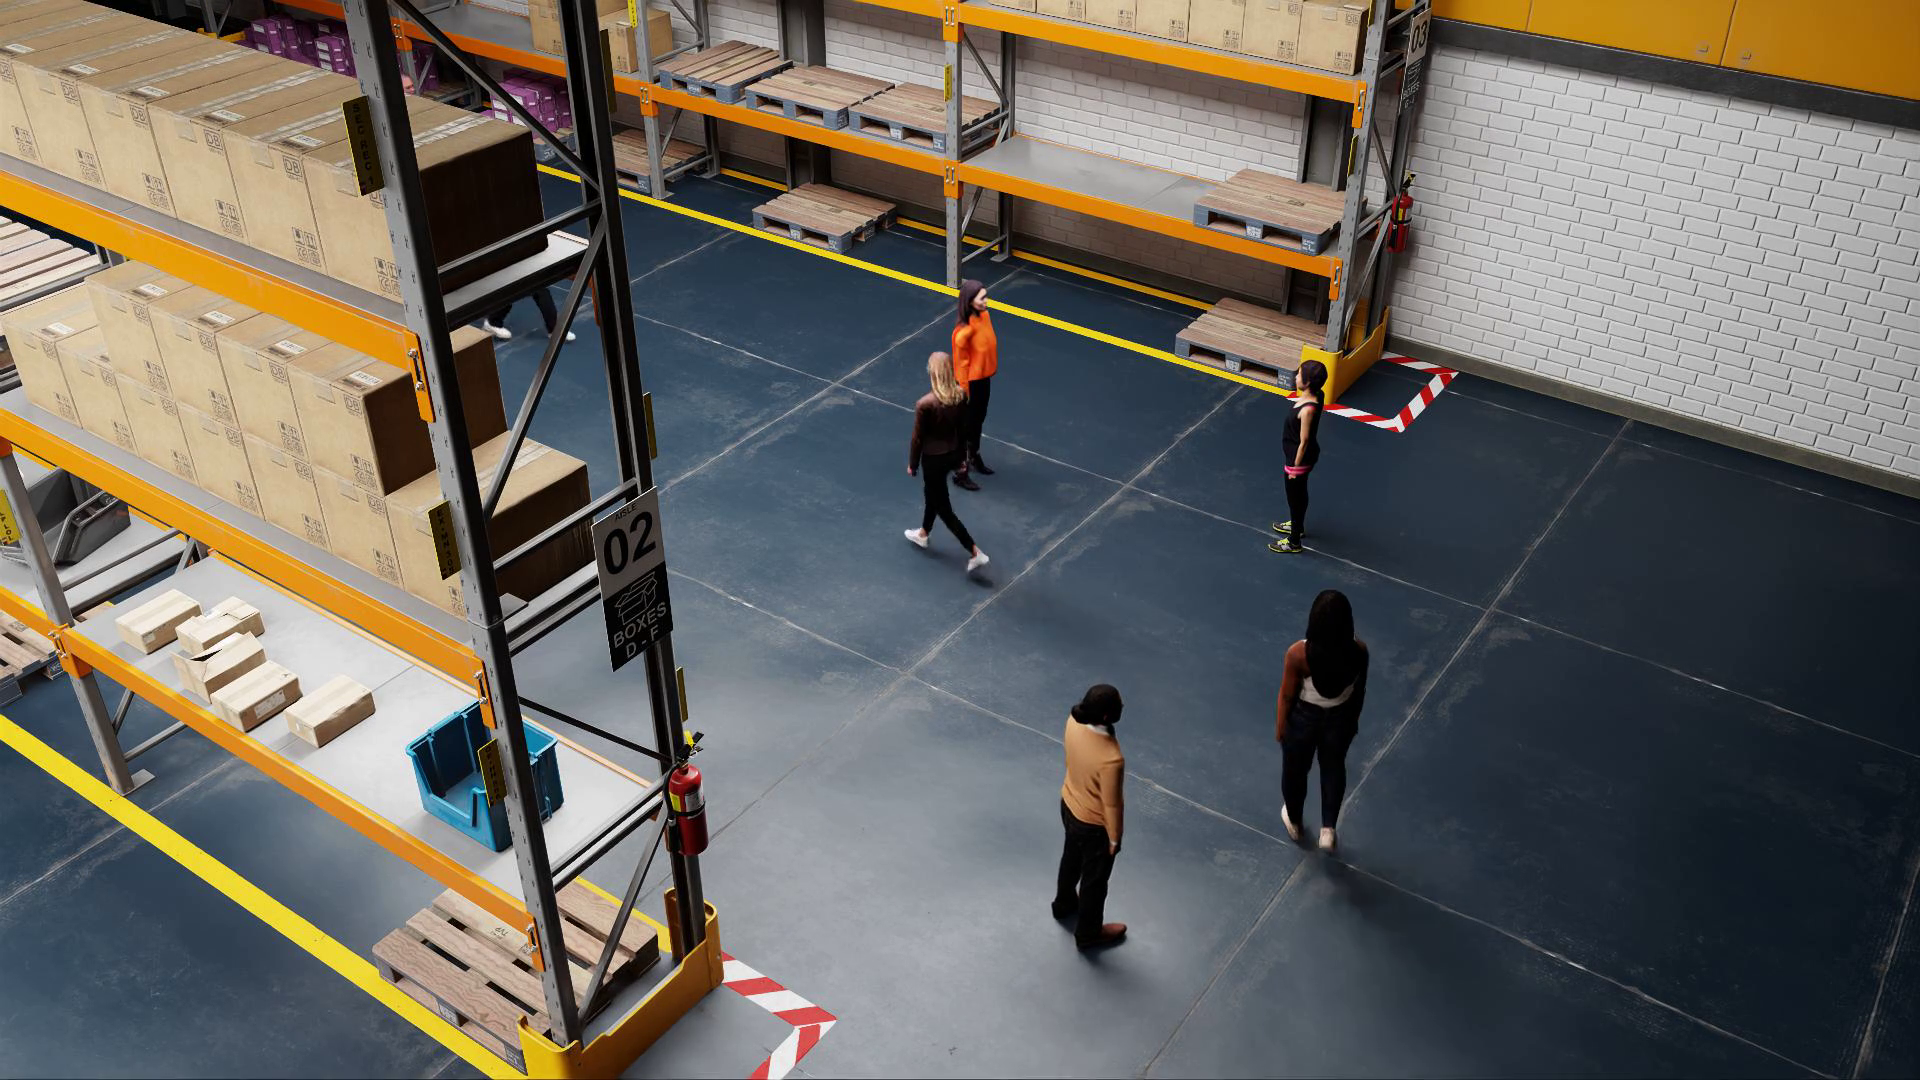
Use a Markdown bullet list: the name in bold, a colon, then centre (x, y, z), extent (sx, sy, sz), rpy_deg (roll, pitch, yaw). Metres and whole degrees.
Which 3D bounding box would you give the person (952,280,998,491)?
- **person**: centre (0.089, -1.227, 12.991), extent (0.585, 1.748, 0.641), rpy_deg (16, 37, 23)

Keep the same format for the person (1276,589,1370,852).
- **person**: centre (2.063, 1.093, 9.454), extent (0.922, 1.799, 0.954), rpy_deg (0, 34, -1)

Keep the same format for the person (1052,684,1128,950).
- **person**: centre (0.702, 1.468, 8.930), extent (0.814, 1.756, 0.705), rpy_deg (-15, 36, -21)

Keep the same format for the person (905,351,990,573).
- **person**: centre (-0.093, -0.522, 12.000), extent (1.122, 1.671, 0.688), rpy_deg (26, 42, 34)

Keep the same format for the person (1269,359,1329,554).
- **person**: centre (2.522, -0.634, 12.275), extent (0.592, 1.553, 0.595), rpy_deg (10, 35, 14)
